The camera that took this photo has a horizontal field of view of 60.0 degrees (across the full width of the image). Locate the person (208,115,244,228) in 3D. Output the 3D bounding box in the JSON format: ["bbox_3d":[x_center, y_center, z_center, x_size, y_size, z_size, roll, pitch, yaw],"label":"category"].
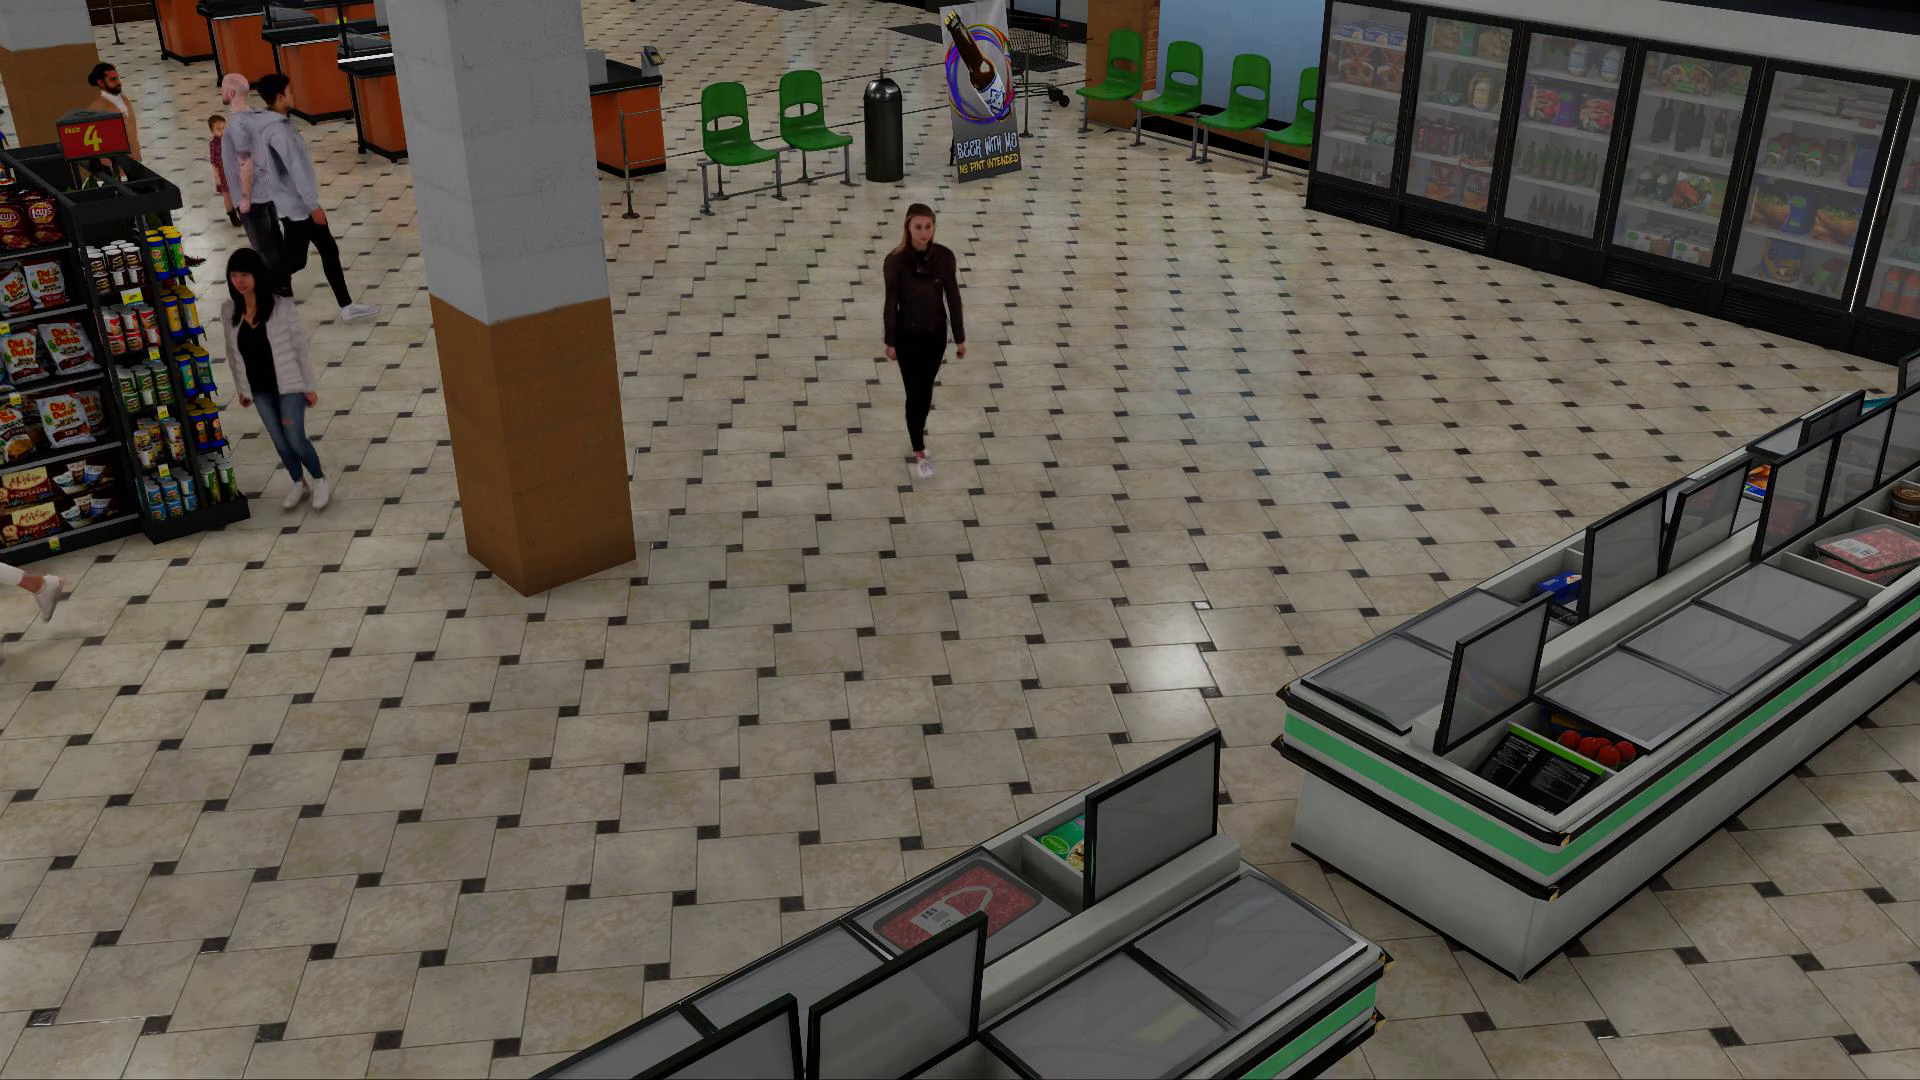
[{"bbox_3d":[-6.704,-3.373,15.185,0.531,1.012,0.498,21,34,36],"label":"person"}]

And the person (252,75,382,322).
[{"bbox_3d":[-5.056,-2.475,12.450,1.305,1.886,1.015,-5,27,-11],"label":"person"}]

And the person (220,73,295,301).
[{"bbox_3d":[-5.501,-2.713,12.971,0.780,1.838,0.758,-2,27,-4],"label":"person"}]

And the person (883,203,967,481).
[{"bbox_3d":[-0.261,-1.277,10.316,0.944,1.679,0.846,-11,29,-20],"label":"person"}]

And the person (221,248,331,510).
[{"bbox_3d":[-3.976,-0.923,9.682,0.727,1.620,0.795,0,27,0],"label":"person"}]

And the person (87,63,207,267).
[{"bbox_3d":[-6.964,-3.038,13.727,1.056,1.733,1.012,4,27,7],"label":"person"}]
